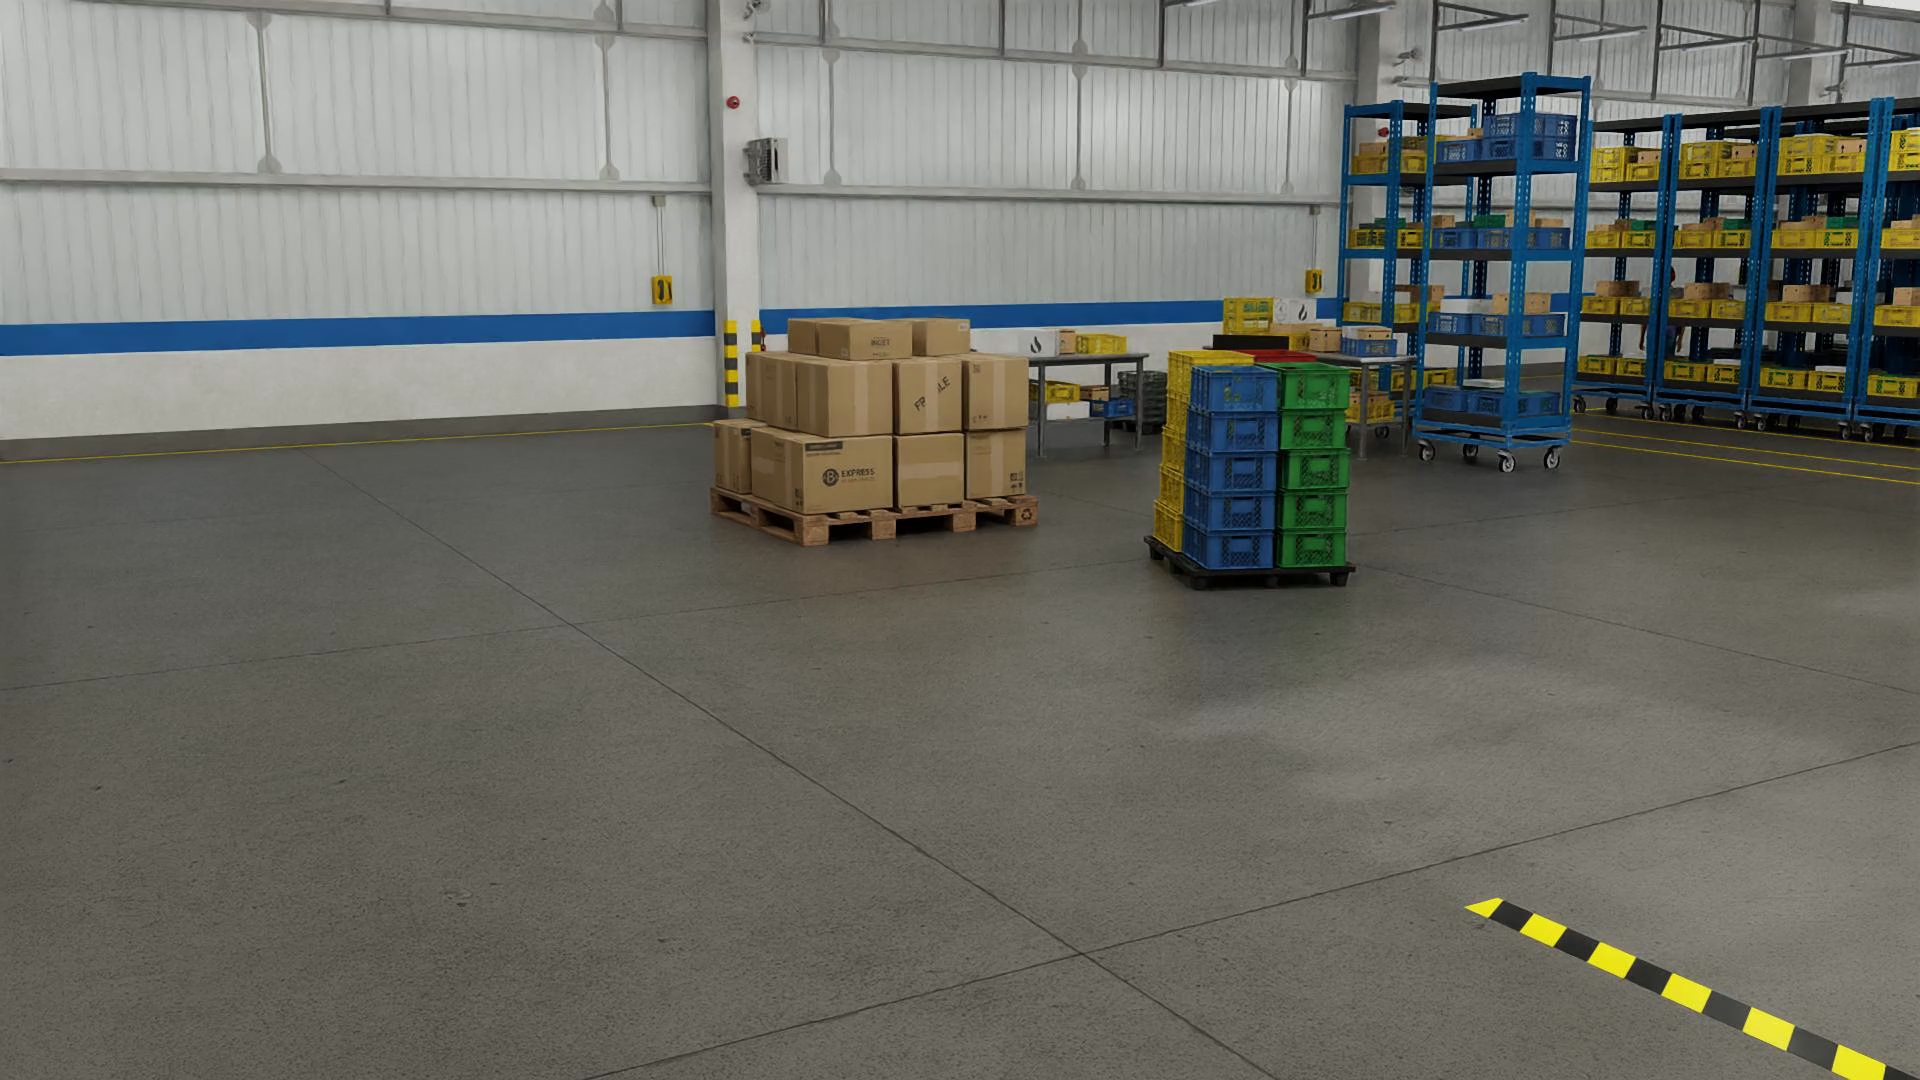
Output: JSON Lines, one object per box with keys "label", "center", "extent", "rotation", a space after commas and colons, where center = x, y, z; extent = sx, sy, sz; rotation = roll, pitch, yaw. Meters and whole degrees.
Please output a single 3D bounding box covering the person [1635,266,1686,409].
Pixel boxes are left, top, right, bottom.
{"label": "person", "center": [8.953, -2.578, 21.206], "extent": [0.383, 1.842, 0.570], "rotation": [-10, 14, -43]}
